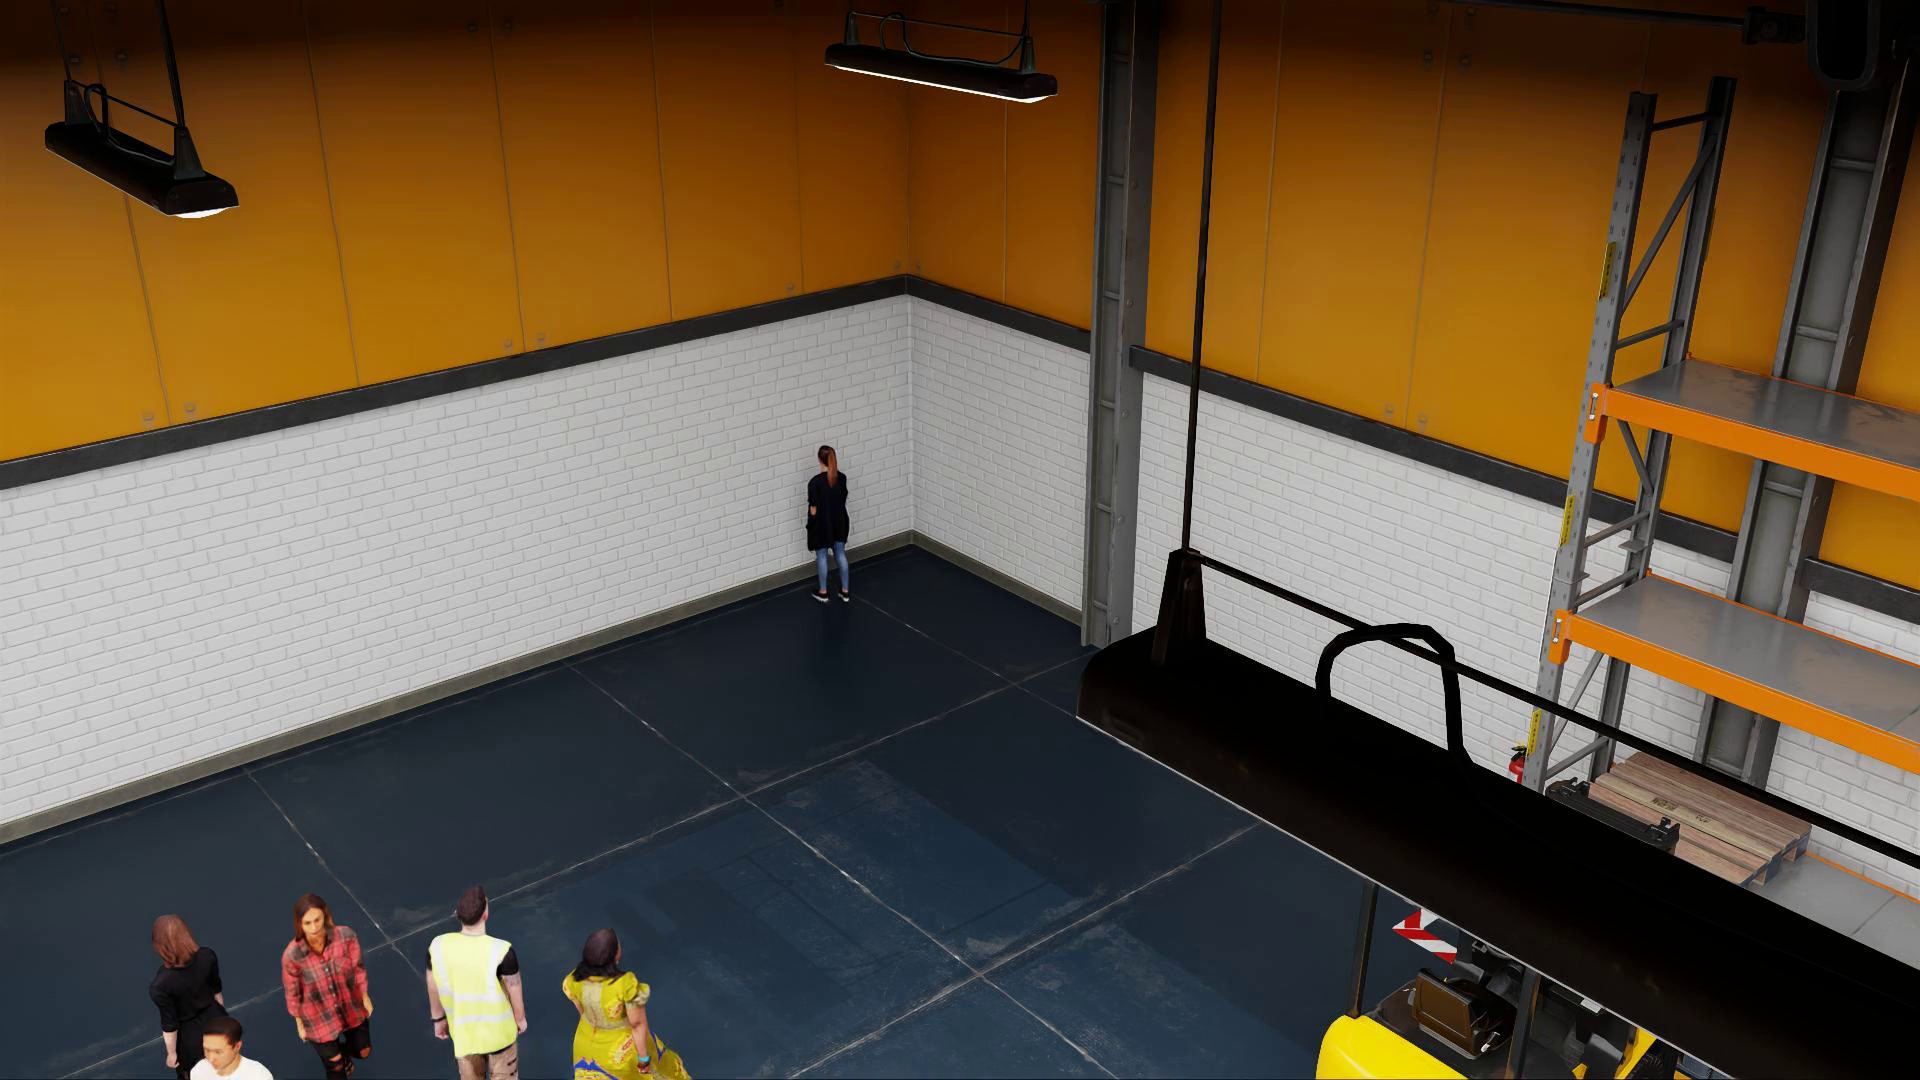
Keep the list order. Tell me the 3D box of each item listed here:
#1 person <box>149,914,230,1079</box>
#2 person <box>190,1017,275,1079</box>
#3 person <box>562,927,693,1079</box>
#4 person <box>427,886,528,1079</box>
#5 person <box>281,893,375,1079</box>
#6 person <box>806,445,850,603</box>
[{"bbox_3d":[-4.442,2.917,9.739,0.638,1.703,0.655,11,26,23],"label":"person"},{"bbox_3d":[-3.776,3.227,8.919,0.801,1.793,0.867,4,24,8],"label":"person"},{"bbox_3d":[-2.045,3.011,9.612,1.215,1.634,1.183,7,24,15],"label":"person"},{"bbox_3d":[-2.798,2.875,9.681,0.989,1.827,1.044,3,24,6],"label":"person"},{"bbox_3d":[-3.798,2.800,10.028,0.661,1.686,0.854,-16,28,-31],"label":"person"},{"bbox_3d":[-1.313,-0.164,16.810,0.660,1.685,0.653,-14,27,-29],"label":"person"}]
